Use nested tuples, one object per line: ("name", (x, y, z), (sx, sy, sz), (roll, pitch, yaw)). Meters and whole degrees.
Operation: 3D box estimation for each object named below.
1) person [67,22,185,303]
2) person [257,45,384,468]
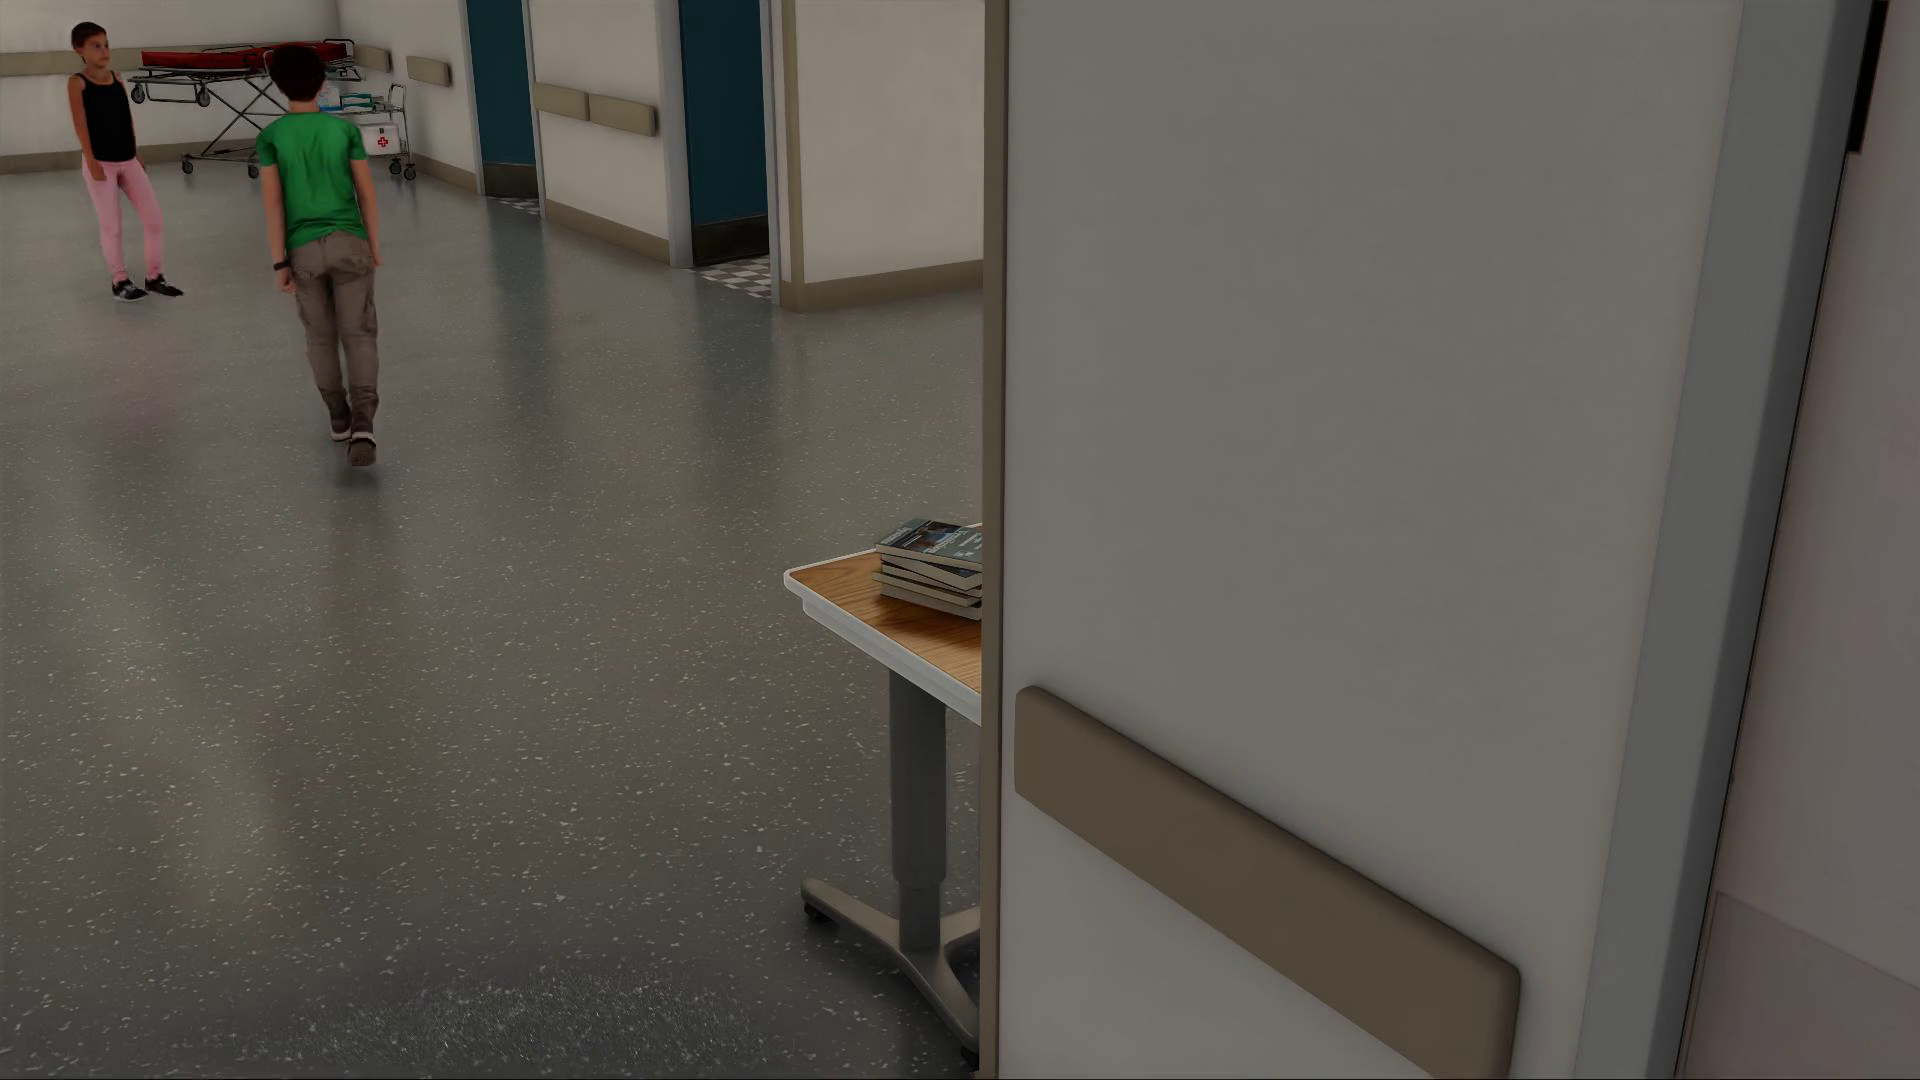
("person", (-4.826, -2.112, 9.387), (0.768, 1.550, 0.685), (12, 24, 29))
("person", (-2.497, -1.099, 6.605), (0.783, 1.627, 1.135), (-7, 22, -17))
